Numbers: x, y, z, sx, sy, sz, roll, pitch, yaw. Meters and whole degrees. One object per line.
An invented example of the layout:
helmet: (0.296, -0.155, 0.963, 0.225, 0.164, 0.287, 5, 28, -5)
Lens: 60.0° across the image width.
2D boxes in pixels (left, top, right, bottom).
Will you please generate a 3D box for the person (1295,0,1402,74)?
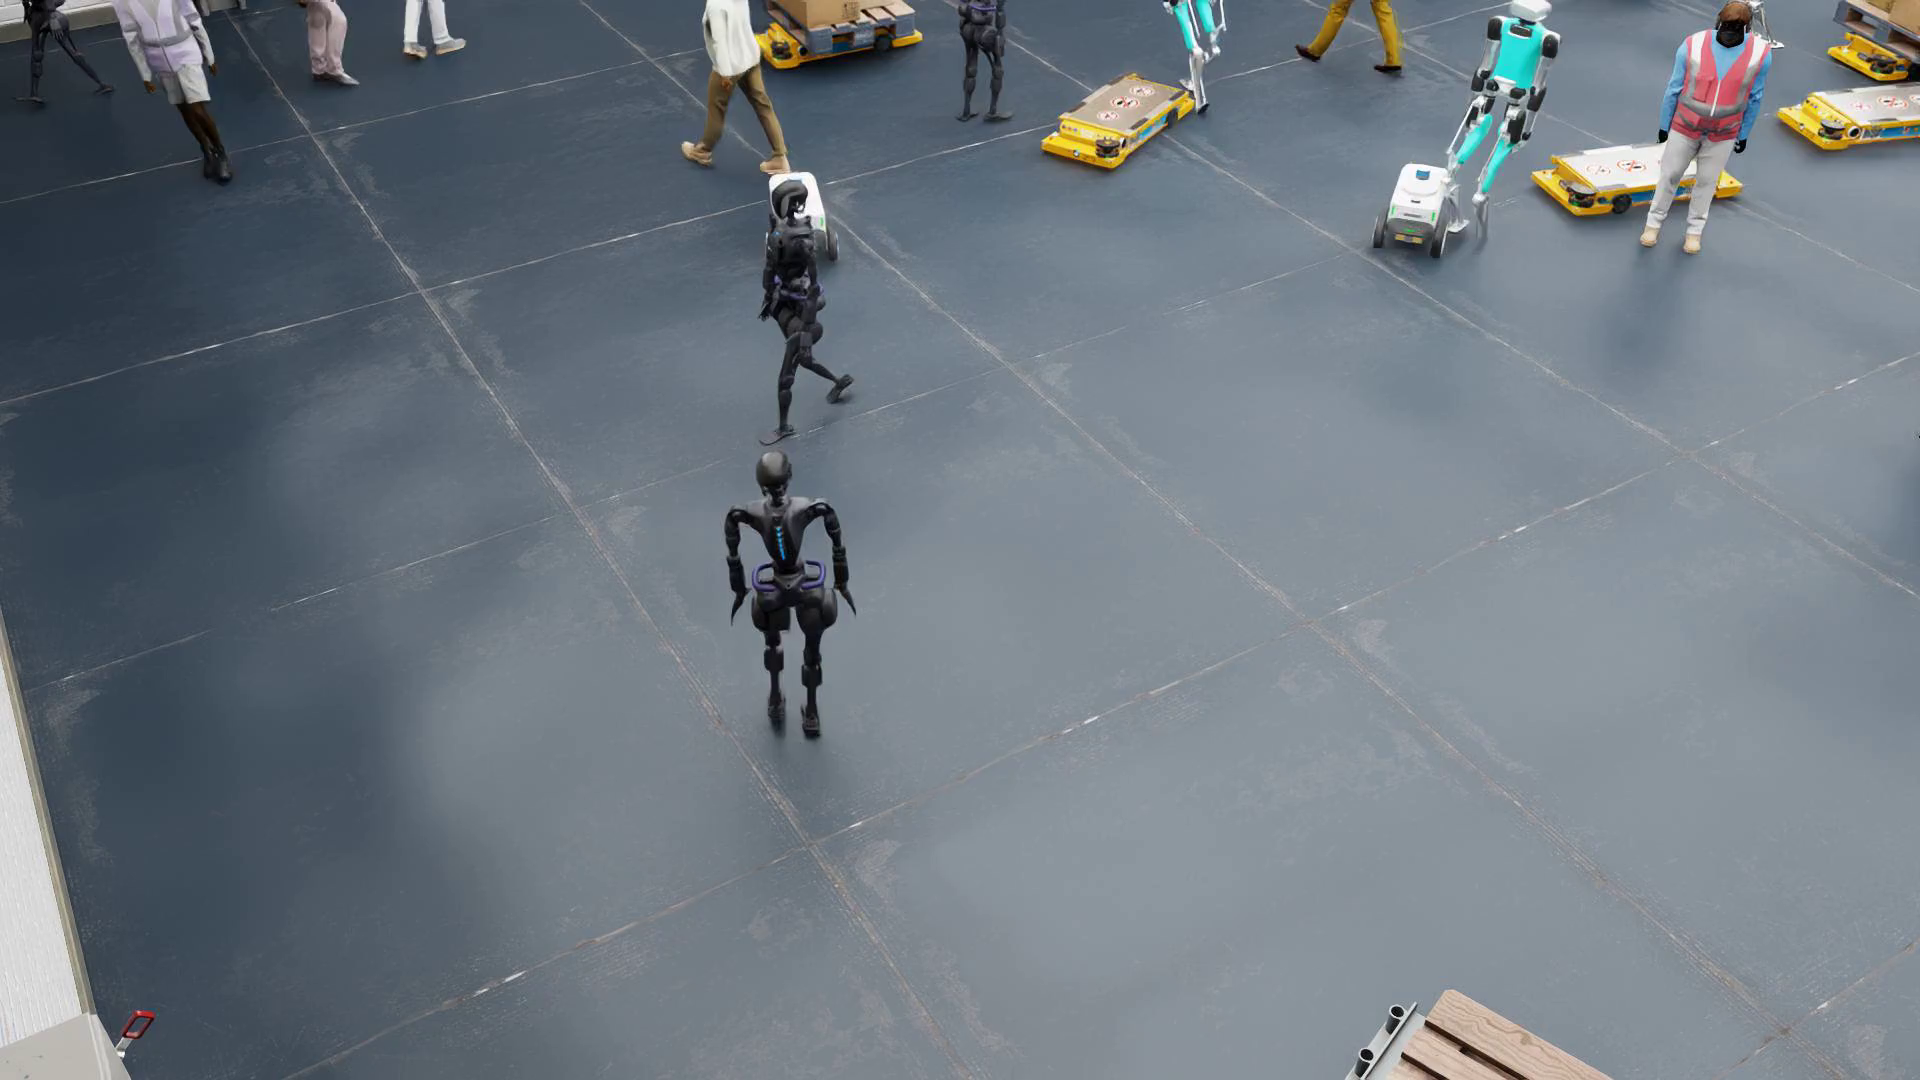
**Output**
person: (3.455, -4.867, 14.282, 0.999, 1.682, 0.541, 29, 47, 32)

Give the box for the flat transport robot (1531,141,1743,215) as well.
flat transport robot: (5.220, -2.796, 12.820, 1.431, 0.231, 0.659, -9, 39, -12)

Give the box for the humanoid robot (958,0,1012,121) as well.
humanoid robot: (0.166, -4.199, 13.465, 0.390, 1.644, 0.593, -19, 42, -22)

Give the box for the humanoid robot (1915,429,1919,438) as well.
humanoid robot: (6.149, -1.207, 9.694, 0.445, 1.654, 0.592, -12, 40, -15)

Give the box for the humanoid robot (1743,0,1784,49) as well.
humanoid robot: (7.123, -5.122, 14.465, 0.735, 1.677, 0.533, -11, 40, -14)

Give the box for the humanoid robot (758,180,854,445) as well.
humanoid robot: (-0.958, -1.394, 9.959, 0.768, 1.639, 0.599, -22, 44, -26)

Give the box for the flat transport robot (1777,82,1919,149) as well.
flat transport robot: (7.576, -3.491, 13.697, 1.431, 0.231, 0.659, -8, 39, -10)

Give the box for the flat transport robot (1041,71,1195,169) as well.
flat transport robot: (1.317, -3.458, 13.655, 0.659, 0.231, 1.431, 22, 44, 26)

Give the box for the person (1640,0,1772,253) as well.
person: (5.232, -2.894, 11.691, 0.628, 1.836, 0.431, 13, 40, 16)

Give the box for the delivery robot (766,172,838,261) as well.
delivery robot: (-1.172, -2.339, 12.022, 0.499, 0.606, 0.794, -7, 39, -9)

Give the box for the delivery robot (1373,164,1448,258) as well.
delivery robot: (3.327, -2.418, 12.128, 0.499, 0.614, 0.791, 13, 40, 15)

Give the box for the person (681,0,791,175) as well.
person: (-1.745, -3.628, 12.702, 0.952, 1.704, 0.535, 17, 42, 21)

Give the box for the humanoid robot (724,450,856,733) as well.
humanoid robot: (-0.796, 0.227, 7.866, 0.602, 1.644, 0.423, -2, 38, -2)

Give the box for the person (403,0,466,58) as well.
person: (-4.749, -5.096, 14.438, 0.631, 1.864, 0.624, 22, 43, 25)

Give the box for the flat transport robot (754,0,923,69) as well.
flat transport robot: (-1.122, -4.585, 15.077, 1.431, 0.231, 0.659, -17, 42, -21)

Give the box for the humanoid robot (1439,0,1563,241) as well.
humanoid robot: (3.726, -2.865, 11.770, 0.548, 1.822, 0.772, 29, 47, 32)

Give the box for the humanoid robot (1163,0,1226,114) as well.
humanoid robot: (1.992, -4.414, 13.736, 0.554, 1.842, 0.875, -12, 40, -14)

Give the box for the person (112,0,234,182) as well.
person: (-5.919, -3.592, 12.517, 0.539, 1.895, 0.616, -5, 39, -6)

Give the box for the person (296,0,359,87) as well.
person: (-5.412, -4.729, 14.012, 0.560, 1.815, 0.571, -6, 39, -8)

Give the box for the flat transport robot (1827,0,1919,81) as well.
flat transport robot: (8.547, -4.360, 14.793, 1.431, 0.231, 0.659, -11, 40, -14)

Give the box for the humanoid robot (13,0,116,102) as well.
humanoid robot: (-7.618, -4.380, 13.725, 0.610, 1.618, 0.767, 29, 47, 31)
